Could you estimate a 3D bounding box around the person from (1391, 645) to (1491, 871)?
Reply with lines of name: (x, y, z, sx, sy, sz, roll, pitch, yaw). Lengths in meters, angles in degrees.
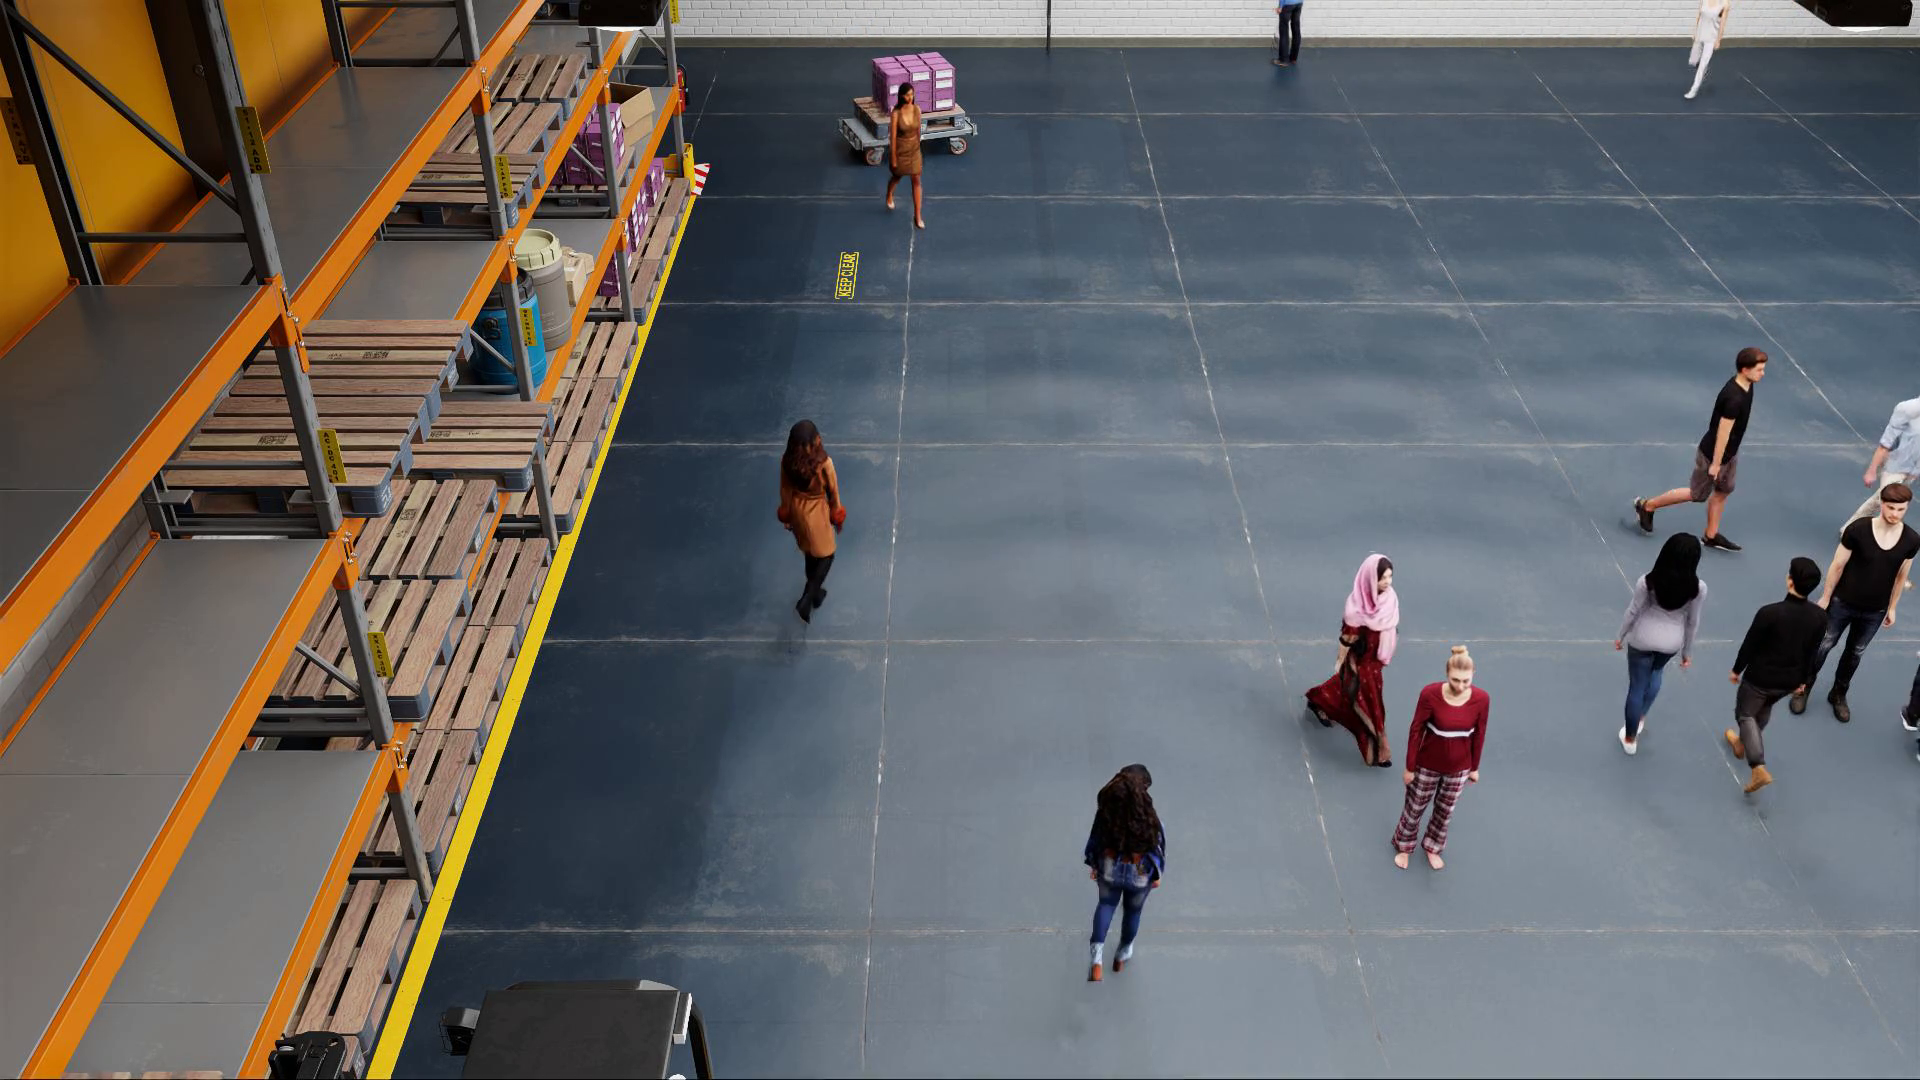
person: (3.022, 1.385, 10.425, 0.627, 1.700, 0.501, 1, 34, 2)

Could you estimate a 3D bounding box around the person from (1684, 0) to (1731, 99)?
person: (10.402, -6.973, 23.036, 0.897, 1.657, 0.858, -24, 40, -31)

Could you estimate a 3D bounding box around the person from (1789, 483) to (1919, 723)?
person: (6.323, 0.417, 11.702, 0.728, 1.897, 0.676, 9, 35, 13)

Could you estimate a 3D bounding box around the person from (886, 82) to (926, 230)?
person: (-0.677, -4.498, 19.313, 0.925, 1.657, 1.145, -17, 37, -23)

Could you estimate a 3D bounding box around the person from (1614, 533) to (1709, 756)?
person: (4.756, 0.771, 11.328, 0.692, 1.721, 0.703, 5, 34, 8)

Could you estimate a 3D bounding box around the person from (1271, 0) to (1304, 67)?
person: (4.830, -7.856, 24.220, 0.740, 1.818, 0.760, -22, 39, -29)

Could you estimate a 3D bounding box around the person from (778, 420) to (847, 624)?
person: (-1.146, -0.100, 12.655, 0.866, 1.704, 1.018, 10, 35, 15)

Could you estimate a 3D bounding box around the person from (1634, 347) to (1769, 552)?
person: (6.080, -0.761, 13.528, 1.117, 1.837, 1.160, 21, 39, 28)

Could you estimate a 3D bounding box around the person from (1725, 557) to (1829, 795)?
person: (5.457, 0.926, 11.112, 0.656, 1.702, 1.000, -1, 34, -1)

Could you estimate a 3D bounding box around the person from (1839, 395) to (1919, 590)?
person: (7.477, -0.597, 13.318, 0.871, 1.797, 1.276, -7, 34, -11)

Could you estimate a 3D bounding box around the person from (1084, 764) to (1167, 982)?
person: (0.936, 1.975, 9.619, 0.775, 1.608, 0.882, 12, 36, 18)

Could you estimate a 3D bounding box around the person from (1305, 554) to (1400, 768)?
person: (2.726, 0.762, 11.448, 1.018, 1.605, 1.120, -24, 40, -31)
